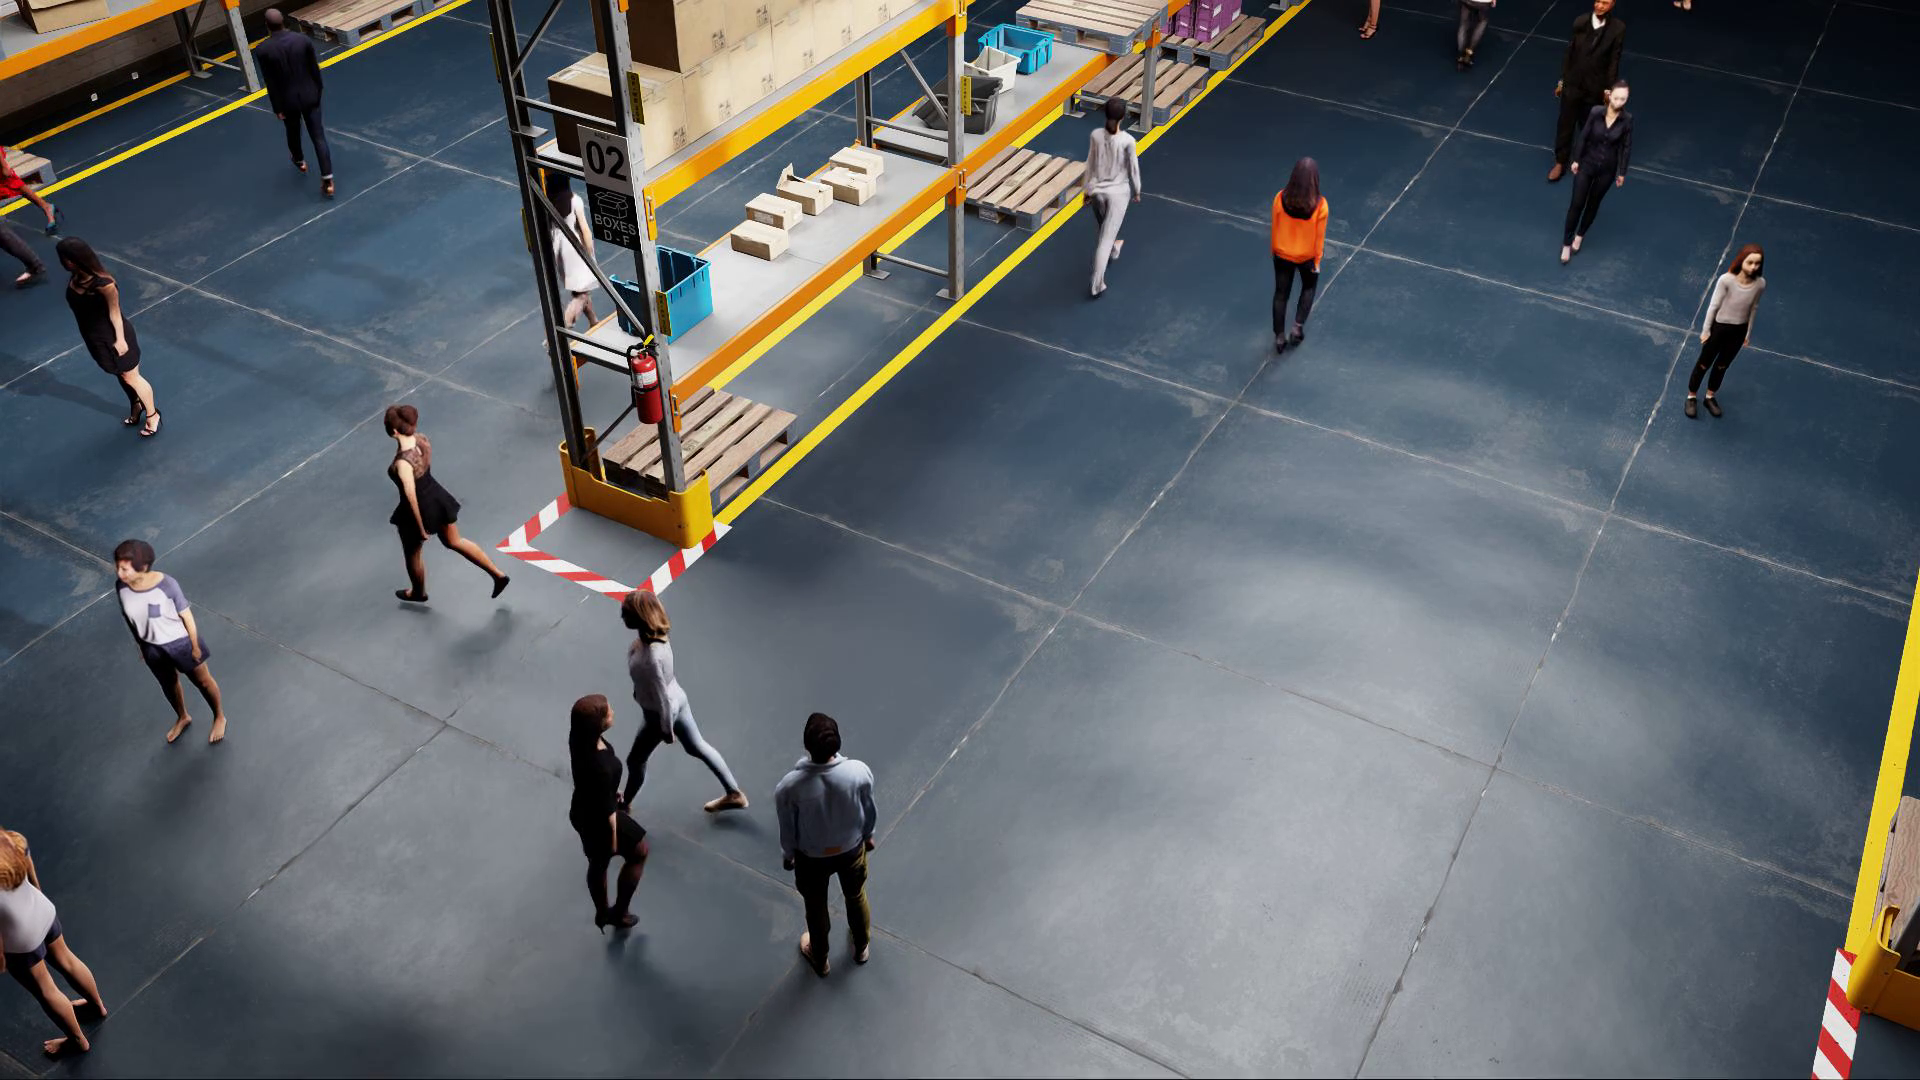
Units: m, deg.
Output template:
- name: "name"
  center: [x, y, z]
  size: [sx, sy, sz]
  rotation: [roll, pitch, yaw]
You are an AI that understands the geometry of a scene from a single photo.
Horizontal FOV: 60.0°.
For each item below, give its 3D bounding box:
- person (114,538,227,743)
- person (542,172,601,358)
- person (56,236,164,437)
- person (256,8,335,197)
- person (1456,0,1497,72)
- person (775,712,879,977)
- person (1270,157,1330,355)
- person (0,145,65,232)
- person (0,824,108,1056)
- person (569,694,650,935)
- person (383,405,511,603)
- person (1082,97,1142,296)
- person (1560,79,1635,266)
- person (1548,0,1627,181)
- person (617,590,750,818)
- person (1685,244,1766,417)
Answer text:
- name: "person"
  center: [-4.857, 0.600, 10.189]
  size: [0.643, 1.565, 0.653]
  rotation: [3, 39, 4]
- name: "person"
  center: [-3.217, -2.257, 13.619]
  size: [0.699, 1.749, 1.122]
  rotation: [14, 41, 17]
- name: "person"
  center: [-6.523, -1.568, 12.783]
  size: [0.718, 1.716, 0.673]
  rotation: [30, 47, 32]
- name: "person"
  center: [-6.331, -4.173, 16.001]
  size: [1.210, 1.770, 1.152]
  rotation: [-18, 42, -21]
- name: "person"
  center: [5.675, -6.012, 18.348]
  size: [0.666, 1.715, 0.588]
  rotation: [17, 42, 20]
- name: "person"
  center: [-0.687, 1.603, 8.735]
  size: [0.739, 1.811, 0.820]
  rotation: [-12, 40, -15]
- name: "person"
  center: [2.733, -2.290, 13.671]
  size: [0.637, 1.736, 0.605]
  rotation: [17, 42, 21]
- name: "person"
  center: [-8.786, -3.478, 15.192]
  size: [0.610, 1.693, 1.067]
  rotation: [21, 43, 24]
- name: "person"
  center: [-4.696, 1.954, 8.359]
  size: [0.733, 1.733, 0.616]
  rotation: [4, 39, 4]
- name: "person"
  center: [-2.005, 1.535, 8.917]
  size: [0.693, 1.691, 0.673]
  rotation: [-25, 45, -28]
- name: "person"
  center: [-3.499, -0.199, 11.124]
  size: [0.843, 1.647, 1.064]
  rotation: [7, 39, 9]
- name: "person"
  center: [1.271, -2.952, 14.507]
  size: [0.623, 1.727, 1.081]
  rotation: [18, 42, 21]
- name: "person"
  center: [5.761, -3.365, 15.048]
  size: [0.698, 1.697, 0.805]
  rotation: [12, 40, 15]
- name: "person"
  center: [6.156, -4.490, 16.305]
  size: [0.754, 1.886, 1.066]
  rotation: [25, 45, 27]
- name: "person"
  center: [-1.622, 0.990, 9.561]
  size: [1.135, 1.740, 1.196]
  rotation: [-3, 39, -4]
- name: "person"
  center: [6.028, -1.661, 13.083]
  size: [0.615, 1.485, 0.635]
  rotation: [0, 39, 0]
